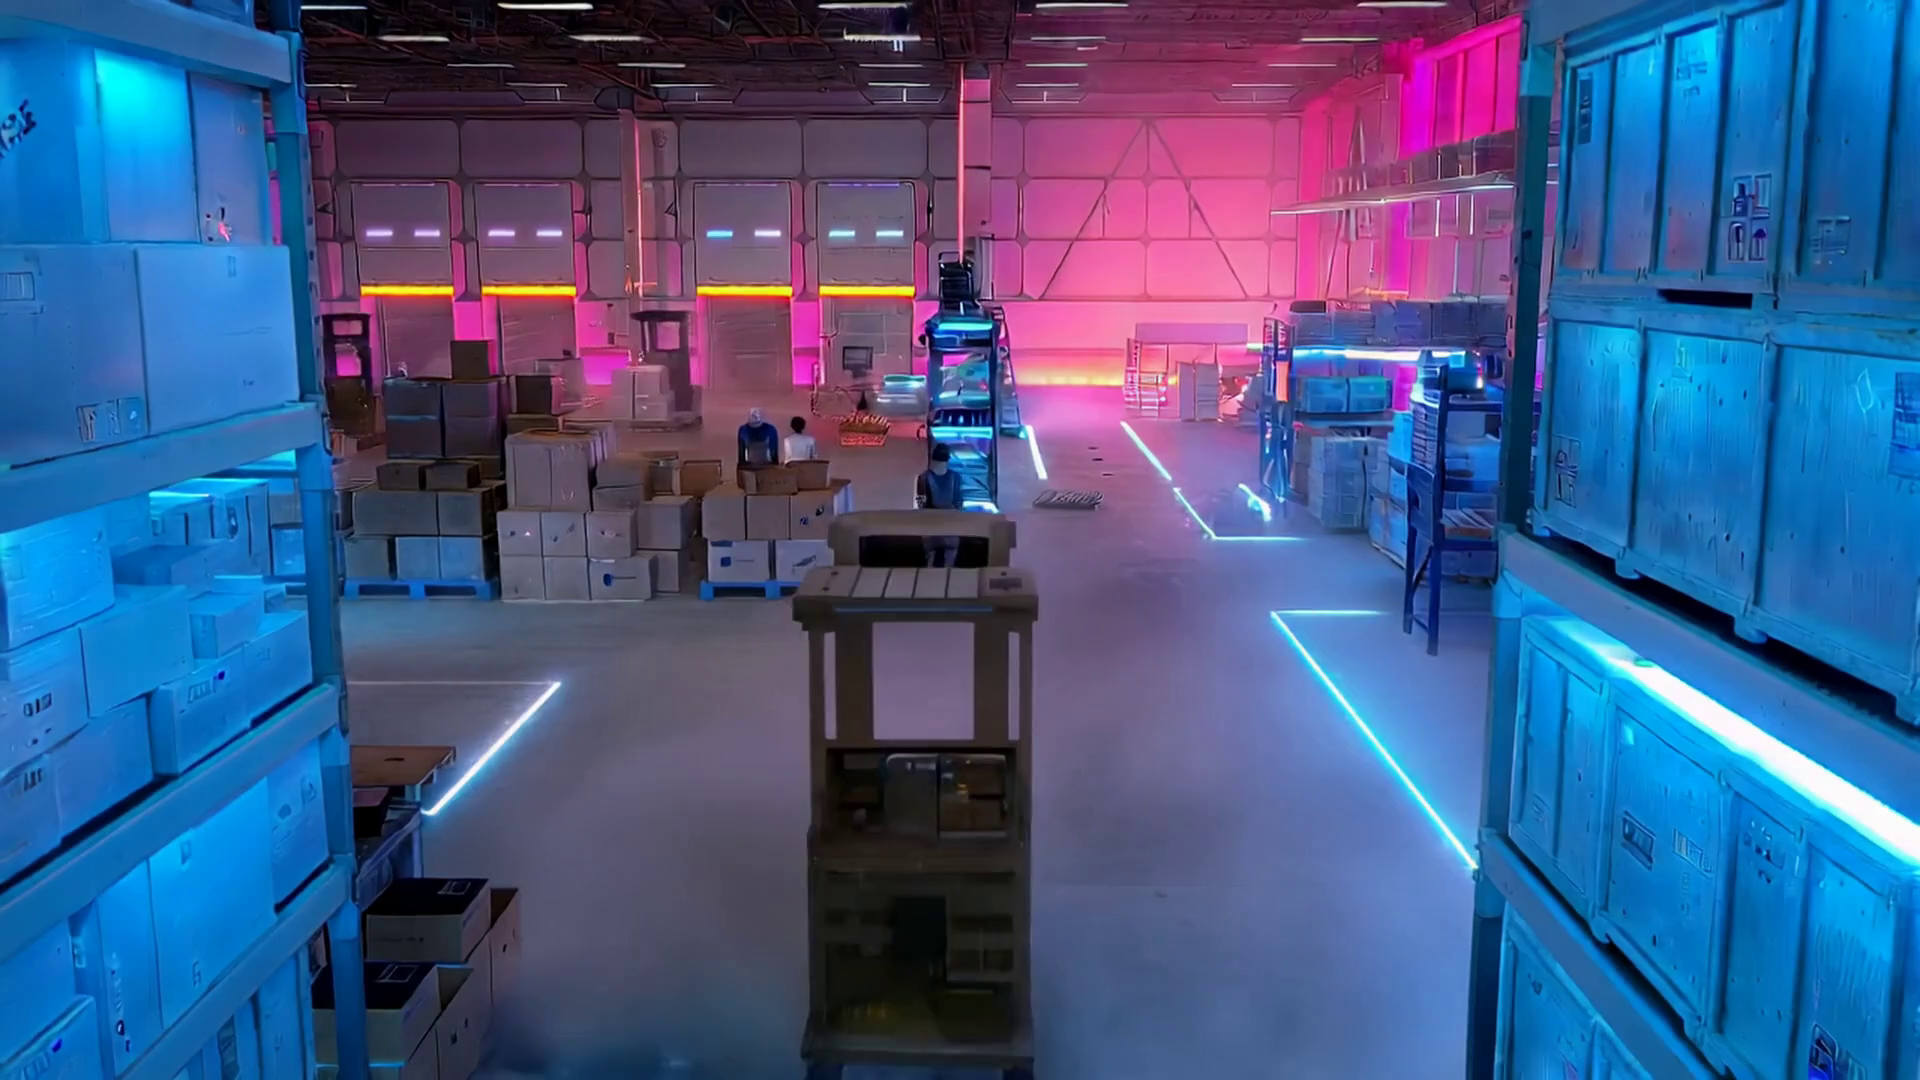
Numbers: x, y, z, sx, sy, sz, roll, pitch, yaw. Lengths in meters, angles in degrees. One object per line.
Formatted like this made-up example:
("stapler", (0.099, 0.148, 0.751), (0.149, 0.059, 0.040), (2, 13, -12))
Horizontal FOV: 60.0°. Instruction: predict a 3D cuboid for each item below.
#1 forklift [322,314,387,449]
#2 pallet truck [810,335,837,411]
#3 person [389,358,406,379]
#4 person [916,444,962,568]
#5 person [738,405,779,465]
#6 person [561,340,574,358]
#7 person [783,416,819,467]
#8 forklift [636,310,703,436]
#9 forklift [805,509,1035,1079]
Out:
("forklift", (-12.976, -3.414, 35.398), (1.129, 2.768, 1.873), (0, 10, 1))
("pallet truck", (-3.021, -4.312, 43.126), (1.885, 1.965, 0.823), (3, 10, 17))
("person", (-11.687, -2.829, 34.739), (0.377, 1.940, 0.628), (0, 10, 0))
("person", (-0.218, -0.179, 19.581), (0.573, 1.887, 0.977), (-3, 10, -14))
("person", (-2.954, -1.022, 24.363), (0.631, 1.931, 0.367), (3, 10, 15))
("person", (-10.904, -4.756, 46.587), (0.588, 1.686, 0.541), (2, 10, 13))
("person", (-2.409, -1.040, 25.171), (0.537, 1.678, 0.375), (-1, 10, -6))
("forklift", (-6.631, -3.862, 37.981), (1.129, 2.768, 1.873), (1, 10, 5))
("forklift", (-0.186, 1.241, 8.542), (1.129, 2.768, 1.873), (0, 10, 1))
